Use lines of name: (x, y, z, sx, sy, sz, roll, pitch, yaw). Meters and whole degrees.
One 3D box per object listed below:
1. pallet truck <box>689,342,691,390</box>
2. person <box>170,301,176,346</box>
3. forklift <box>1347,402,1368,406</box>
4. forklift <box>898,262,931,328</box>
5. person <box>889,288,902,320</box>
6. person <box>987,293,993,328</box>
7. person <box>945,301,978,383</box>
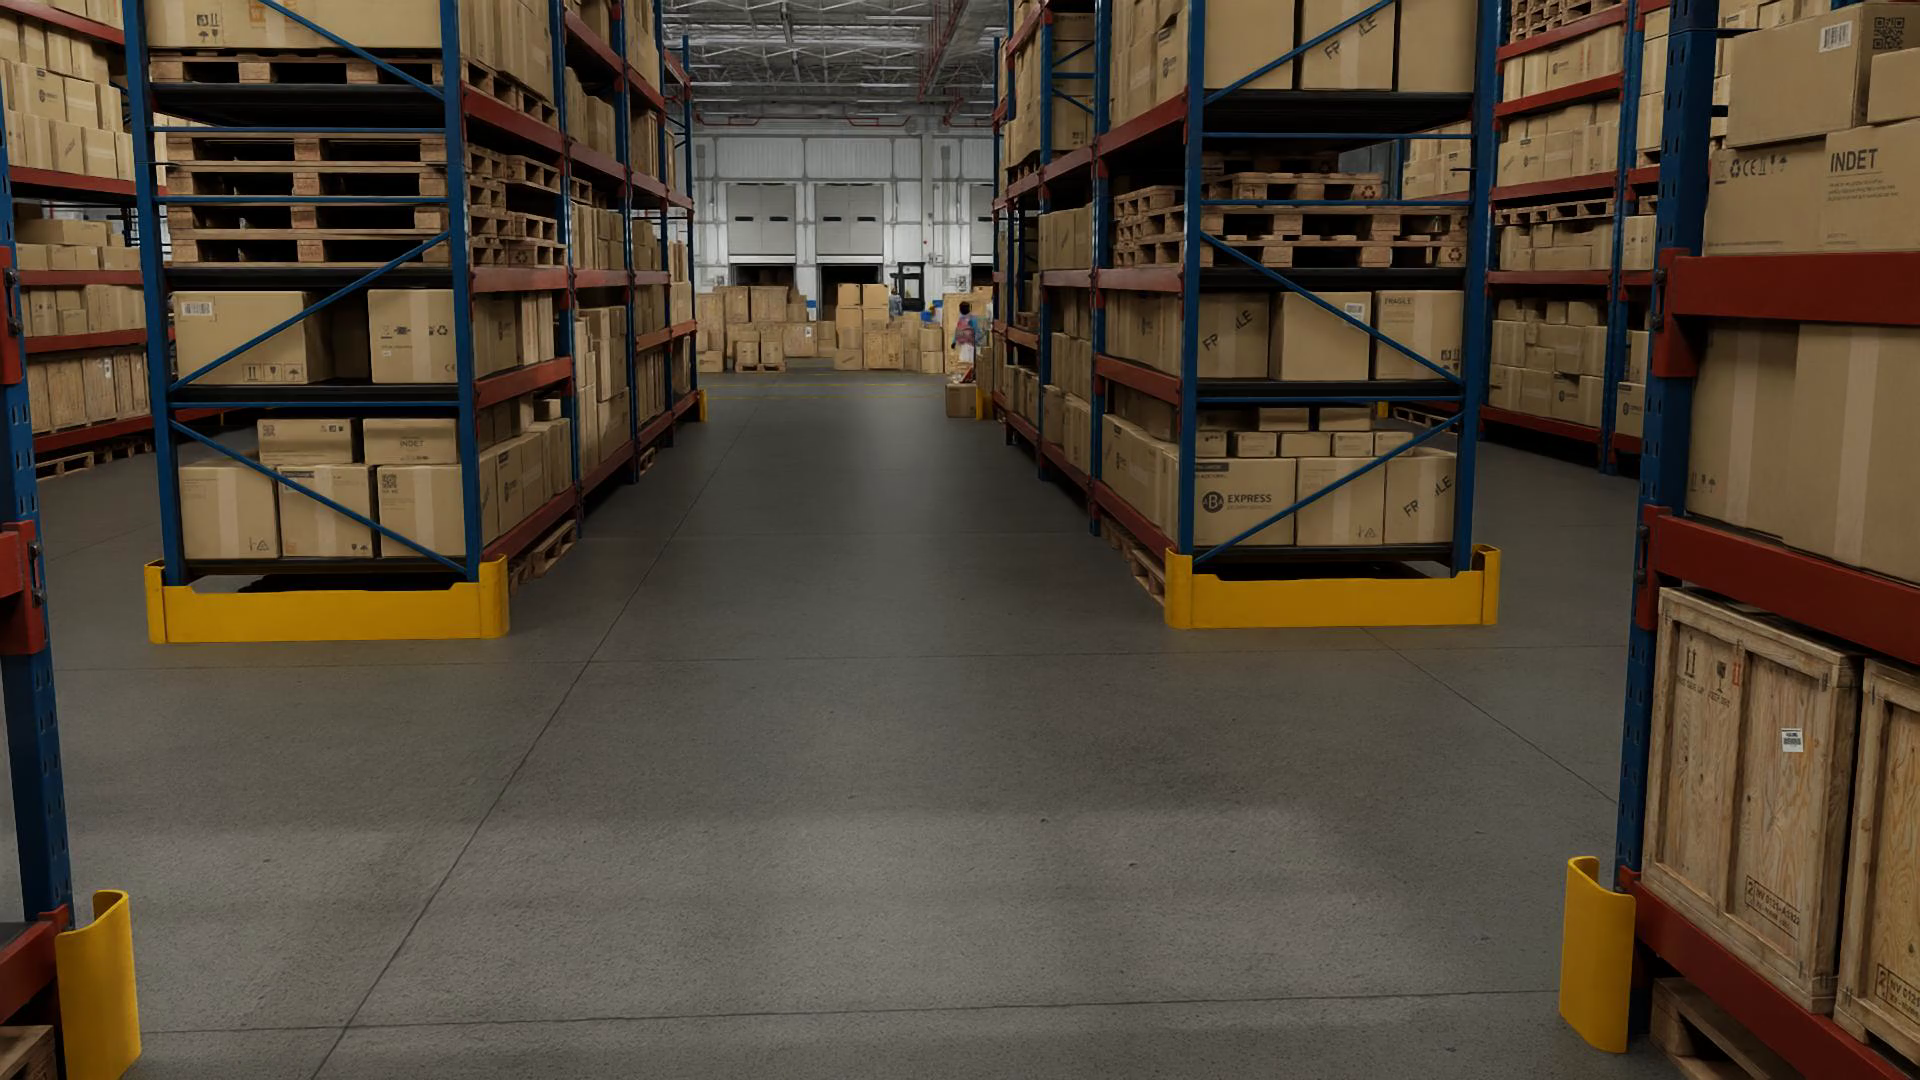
pallet truck: (-5.225, -3.008, 27.480, 1.885, 1.965, 0.823, 2, 9, 14)
person: (-24.414, -6.876, 52.092, 0.638, 1.907, 0.949, 1, 9, 7)
forklift: (4.925, -2.884, 23.938, 1.129, 2.768, 1.873, -5, 10, -29)
forklift: (-1.728, -8.494, 59.163, 1.129, 2.768, 1.873, -2, 9, -14)
person: (-2.303, -7.827, 57.976, 0.636, 1.928, 0.383, 4, 10, 21)
person: (0.939, -5.547, 43.662, 0.624, 1.930, 0.379, 0, 9, -2)
person: (0.084, -4.264, 36.026, 0.969, 1.790, 0.651, -5, 10, -27)
